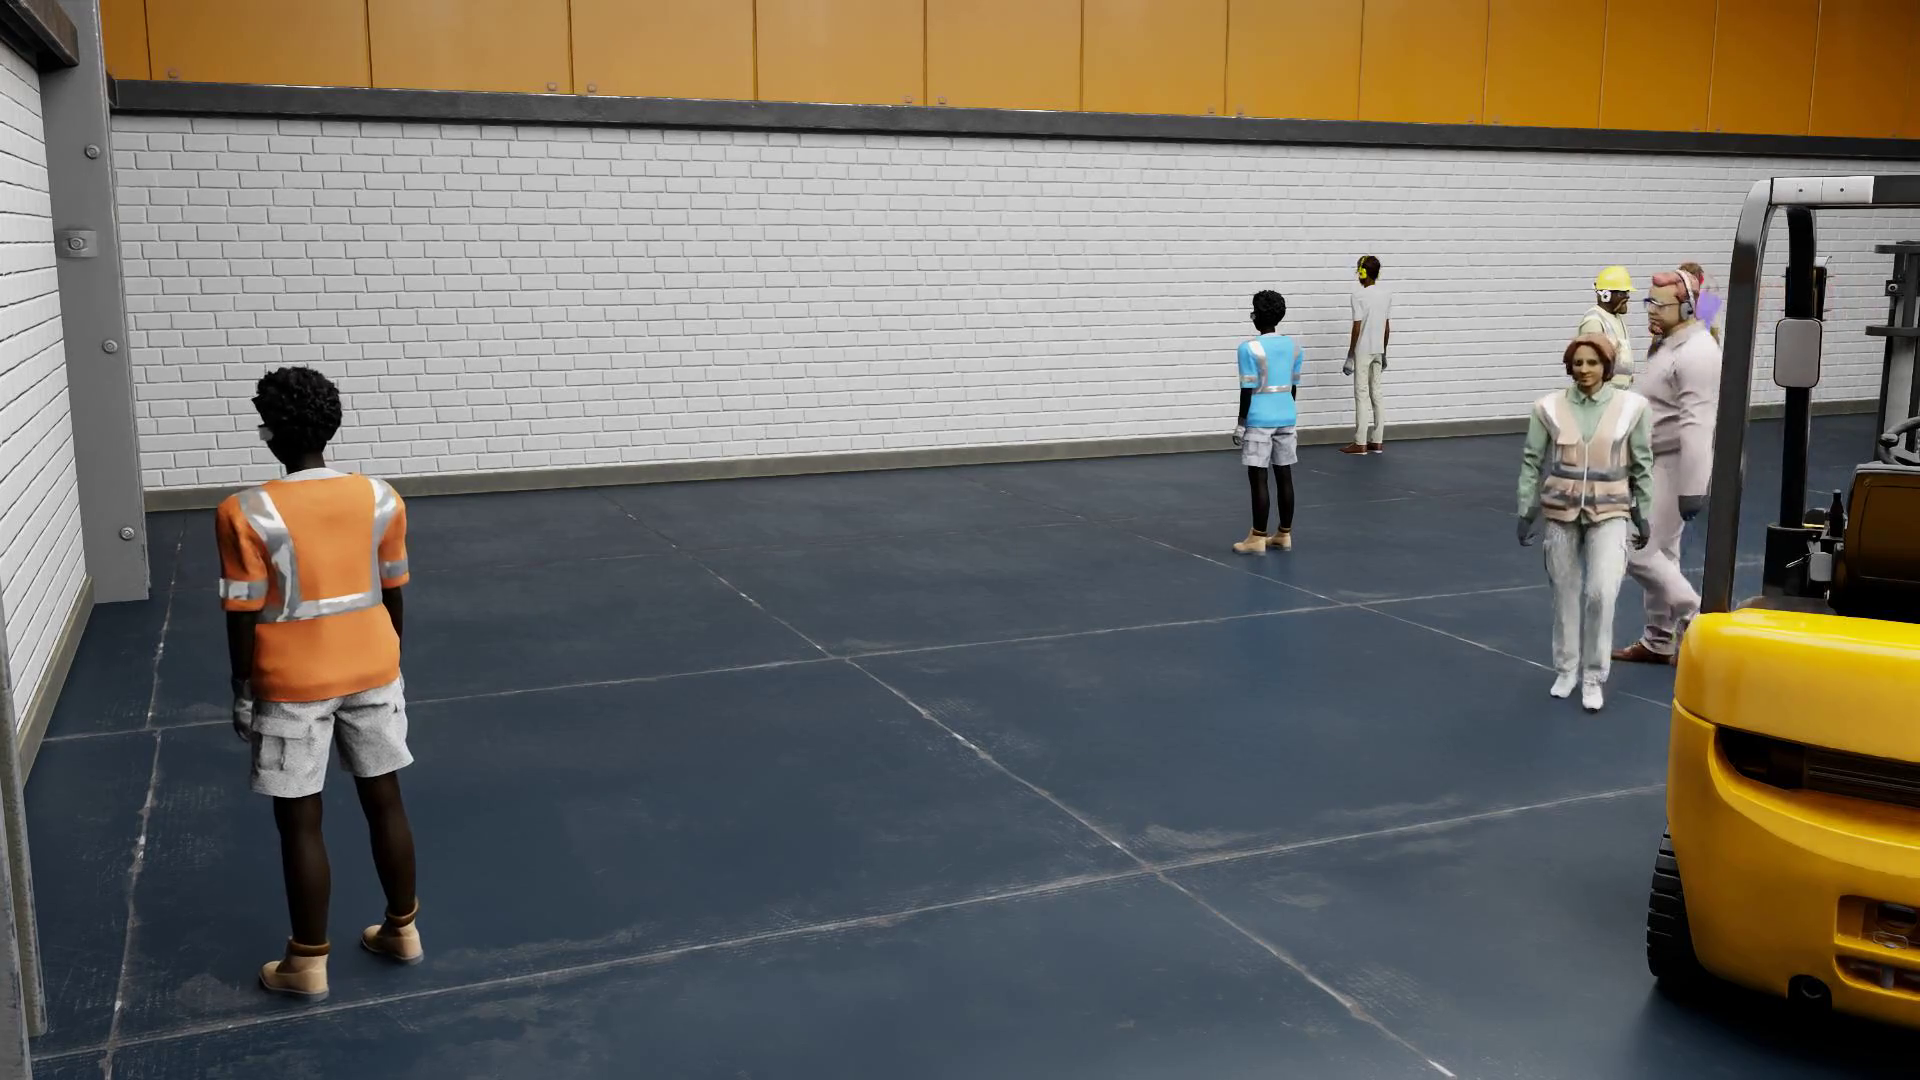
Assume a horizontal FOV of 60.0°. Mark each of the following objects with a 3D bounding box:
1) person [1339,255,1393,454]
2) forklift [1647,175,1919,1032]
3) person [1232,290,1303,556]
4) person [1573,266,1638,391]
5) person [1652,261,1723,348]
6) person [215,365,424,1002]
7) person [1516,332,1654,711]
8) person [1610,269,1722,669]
[{"bbox_3d":[3.824,-1.735,15.655,0.507,1.865,0.329,-7,12,-32],"label":"person"},{"bbox_3d":[2.810,0.094,4.662,1.214,2.155,2.313,7,12,34],"label":"forklift"},{"bbox_3d":[1.966,-0.747,10.665,0.535,1.697,0.322,-7,12,-34],"label":"person"},{"bbox_3d":[4.683,-1.070,12.110,0.403,1.826,0.591,7,13,35],"label":"person"},{"bbox_3d":[6.657,-1.644,15.282,0.581,1.820,0.827,2,10,11],"label":"person"},{"bbox_3d":[-1.712,0.380,4.483,0.320,1.691,0.528,8,13,39],"label":"person"},{"bbox_3d":[2.669,-0.074,7.162,0.552,1.616,0.606,6,12,28],"label":"person"},{"bbox_3d":[3.284,-0.309,7.745,0.444,1.885,0.672,3,11,16],"label":"person"}]
